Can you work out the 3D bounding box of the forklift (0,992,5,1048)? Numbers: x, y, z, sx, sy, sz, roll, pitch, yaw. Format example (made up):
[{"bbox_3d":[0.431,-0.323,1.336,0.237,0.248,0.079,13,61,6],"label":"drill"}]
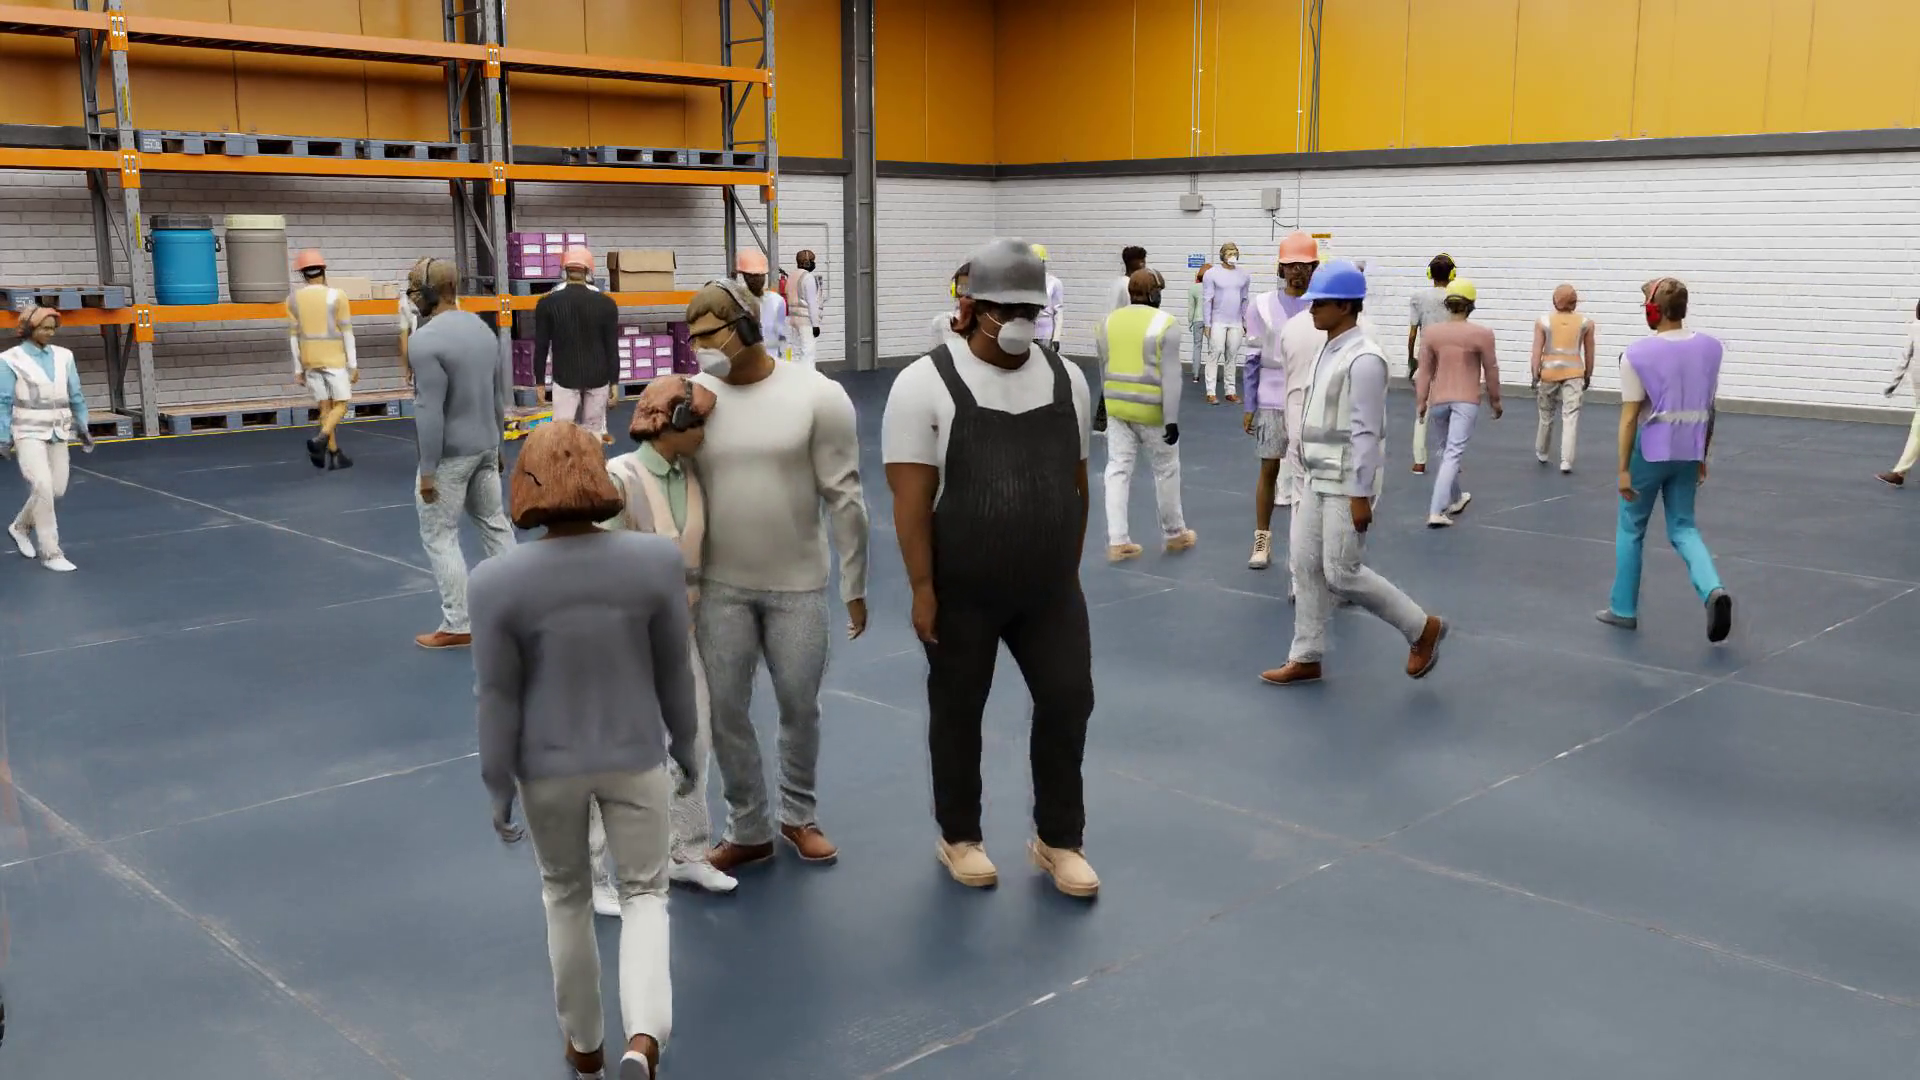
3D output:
[{"bbox_3d":[-3.245,0.323,3.363,2.313,2.155,1.214,2,11,13],"label":"forklift"}]

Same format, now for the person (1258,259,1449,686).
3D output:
[{"bbox_3d":[1.759,-0.269,7.349,0.725,1.929,0.616,-1,10,-6],"label":"person"}]

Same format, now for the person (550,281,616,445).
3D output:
[{"bbox_3d":[-3.623,-1.806,15.921,0.576,1.855,0.765,4,11,20],"label":"person"}]

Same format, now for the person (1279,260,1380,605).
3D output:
[{"bbox_3d":[2.038,-0.579,9.115,0.655,1.885,0.528,10,14,42],"label":"person"}]

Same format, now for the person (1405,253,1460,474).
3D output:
[{"bbox_3d":[4.040,-1.480,14.081,0.516,1.873,0.329,5,11,24],"label":"person"}]

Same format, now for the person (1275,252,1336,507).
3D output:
[{"bbox_3d":[2.701,-1.195,12.478,0.857,1.894,0.593,-8,13,-37],"label":"person"}]

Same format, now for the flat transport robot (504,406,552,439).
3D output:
[{"bbox_3d":[-4.559,-1.204,16.938,0.652,0.197,1.431,2,11,12],"label":"flat transport robot"}]

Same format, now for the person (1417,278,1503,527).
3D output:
[{"bbox_3d":[3.520,-0.970,11.723,0.530,1.720,0.916,9,14,42],"label":"person"}]

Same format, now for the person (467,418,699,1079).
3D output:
[{"bbox_3d":[-0.827,0.535,3.762,0.514,1.609,0.659,-3,11,-15],"label":"person"}]

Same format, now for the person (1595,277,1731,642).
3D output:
[{"bbox_3d":[3.559,-0.398,8.319,0.580,1.820,0.754,-2,11,-11],"label":"person"}]

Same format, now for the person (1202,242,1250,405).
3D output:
[{"bbox_3d":[3.198,-2.595,19.971,0.627,1.941,0.370,-3,11,-18],"label":"person"}]

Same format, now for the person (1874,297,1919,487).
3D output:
[{"bbox_3d":[7.702,-1.211,13.370,0.825,1.597,0.520,-1,10,-6],"label":"person"}]

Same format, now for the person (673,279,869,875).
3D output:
[{"bbox_3d":[-0.602,0.136,5.220,0.664,1.897,0.521,1,10,7],"label":"person"}]

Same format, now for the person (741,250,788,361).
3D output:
[{"bbox_3d":[-1.636,-1.366,13.376,0.570,1.892,0.968,-4,11,-20],"label":"person"}]

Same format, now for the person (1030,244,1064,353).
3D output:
[{"bbox_3d":[0.824,-2.220,17.957,0.593,1.926,0.366,6,12,31],"label":"person"}]

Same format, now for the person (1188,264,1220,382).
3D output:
[{"bbox_3d":[3.385,-2.980,22.924,0.498,1.626,0.284,4,11,20],"label":"person"}]

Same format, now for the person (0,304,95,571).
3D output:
[{"bbox_3d":[-5.678,-0.635,10.182,0.692,1.614,0.537,4,11,20],"label":"person"}]

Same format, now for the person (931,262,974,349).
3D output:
[{"bbox_3d":[0.071,-0.816,10.498,0.514,1.859,0.505,1,10,3],"label":"person"}]

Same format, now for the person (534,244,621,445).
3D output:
[{"bbox_3d":[-2.789,-1.175,12.178,0.621,1.968,0.732,-3,11,-14],"label":"person"}]

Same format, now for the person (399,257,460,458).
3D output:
[{"bbox_3d":[-4.438,-1.457,14.030,0.508,1.845,0.357,-1,10,-4],"label":"person"}]

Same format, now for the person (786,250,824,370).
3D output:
[{"bbox_3d":[-1.916,-2.689,20.752,0.430,1.845,0.619,-7,12,-32],"label":"person"}]

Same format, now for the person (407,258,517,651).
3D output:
[{"bbox_3d":[-2.413,-0.408,8.157,0.496,1.910,0.674,4,11,19],"label":"person"}]

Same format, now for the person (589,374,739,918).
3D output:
[{"bbox_3d":[-0.944,0.313,5.000,0.372,1.613,0.556,7,13,34],"label":"person"}]

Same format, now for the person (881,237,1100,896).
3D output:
[{"bbox_3d":[0.141,0.095,5.026,0.695,2.000,0.697,-4,11,-19],"label":"person"}]

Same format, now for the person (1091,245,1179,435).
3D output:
[{"bbox_3d":[1.782,-2.018,16.887,0.998,1.910,0.621,-2,11,-9],"label":"person"}]

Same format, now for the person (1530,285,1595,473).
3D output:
[{"bbox_3d":[5.203,-1.399,14.397,0.523,1.594,0.870,3,11,15],"label":"person"}]

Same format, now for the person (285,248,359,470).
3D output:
[{"bbox_3d":[-5.451,-1.516,14.166,0.580,1.913,0.661,1,10,4],"label":"person"}]

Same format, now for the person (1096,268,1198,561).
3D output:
[{"bbox_3d":[1.214,-0.797,10.502,0.661,1.811,0.832,9,14,40],"label":"person"}]

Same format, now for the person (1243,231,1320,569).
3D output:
[{"bbox_3d":[2.015,-0.829,10.058,0.606,2.044,0.373,2,11,9],"label":"person"}]
